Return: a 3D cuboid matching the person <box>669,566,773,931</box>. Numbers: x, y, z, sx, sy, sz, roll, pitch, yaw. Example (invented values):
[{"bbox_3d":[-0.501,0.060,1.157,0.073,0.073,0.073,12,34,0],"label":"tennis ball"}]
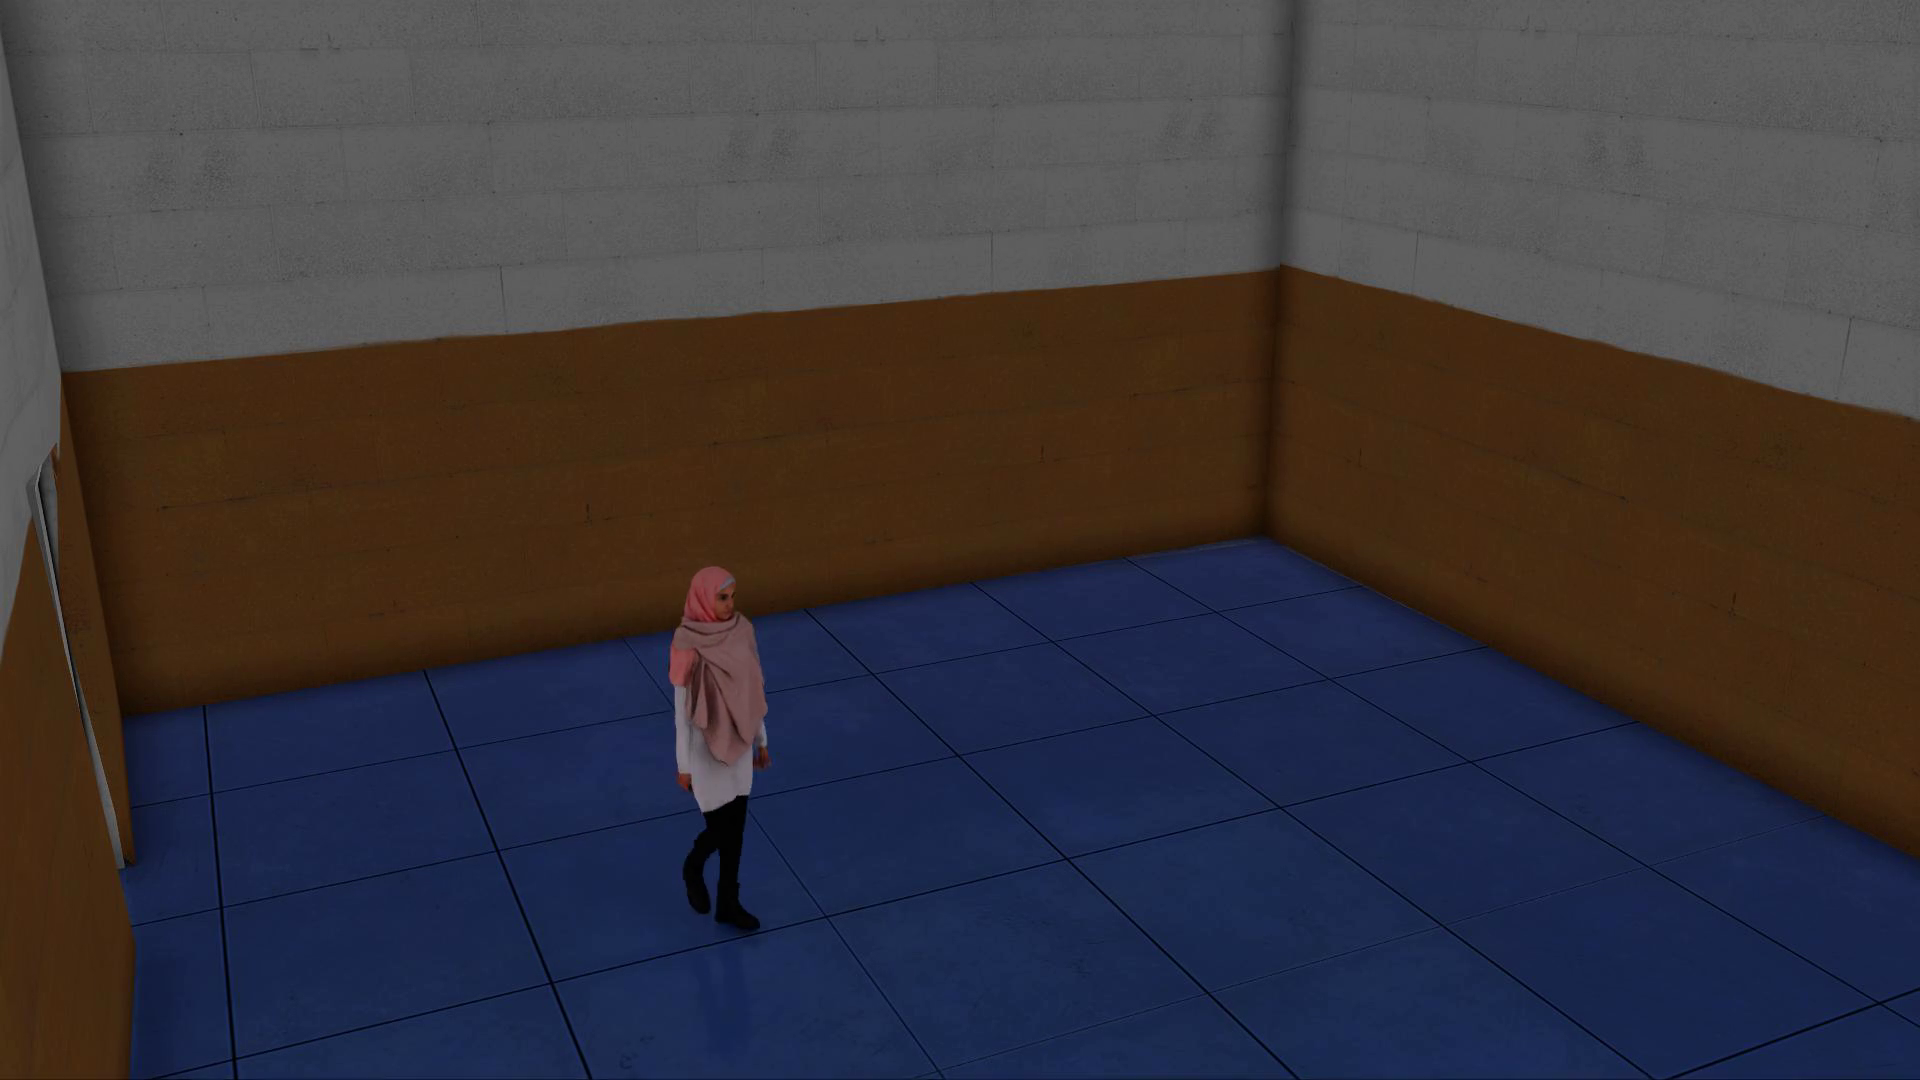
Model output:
[{"bbox_3d":[-1.188,0.976,7.816,0.846,1.797,0.773,15,24,38],"label":"person"}]
